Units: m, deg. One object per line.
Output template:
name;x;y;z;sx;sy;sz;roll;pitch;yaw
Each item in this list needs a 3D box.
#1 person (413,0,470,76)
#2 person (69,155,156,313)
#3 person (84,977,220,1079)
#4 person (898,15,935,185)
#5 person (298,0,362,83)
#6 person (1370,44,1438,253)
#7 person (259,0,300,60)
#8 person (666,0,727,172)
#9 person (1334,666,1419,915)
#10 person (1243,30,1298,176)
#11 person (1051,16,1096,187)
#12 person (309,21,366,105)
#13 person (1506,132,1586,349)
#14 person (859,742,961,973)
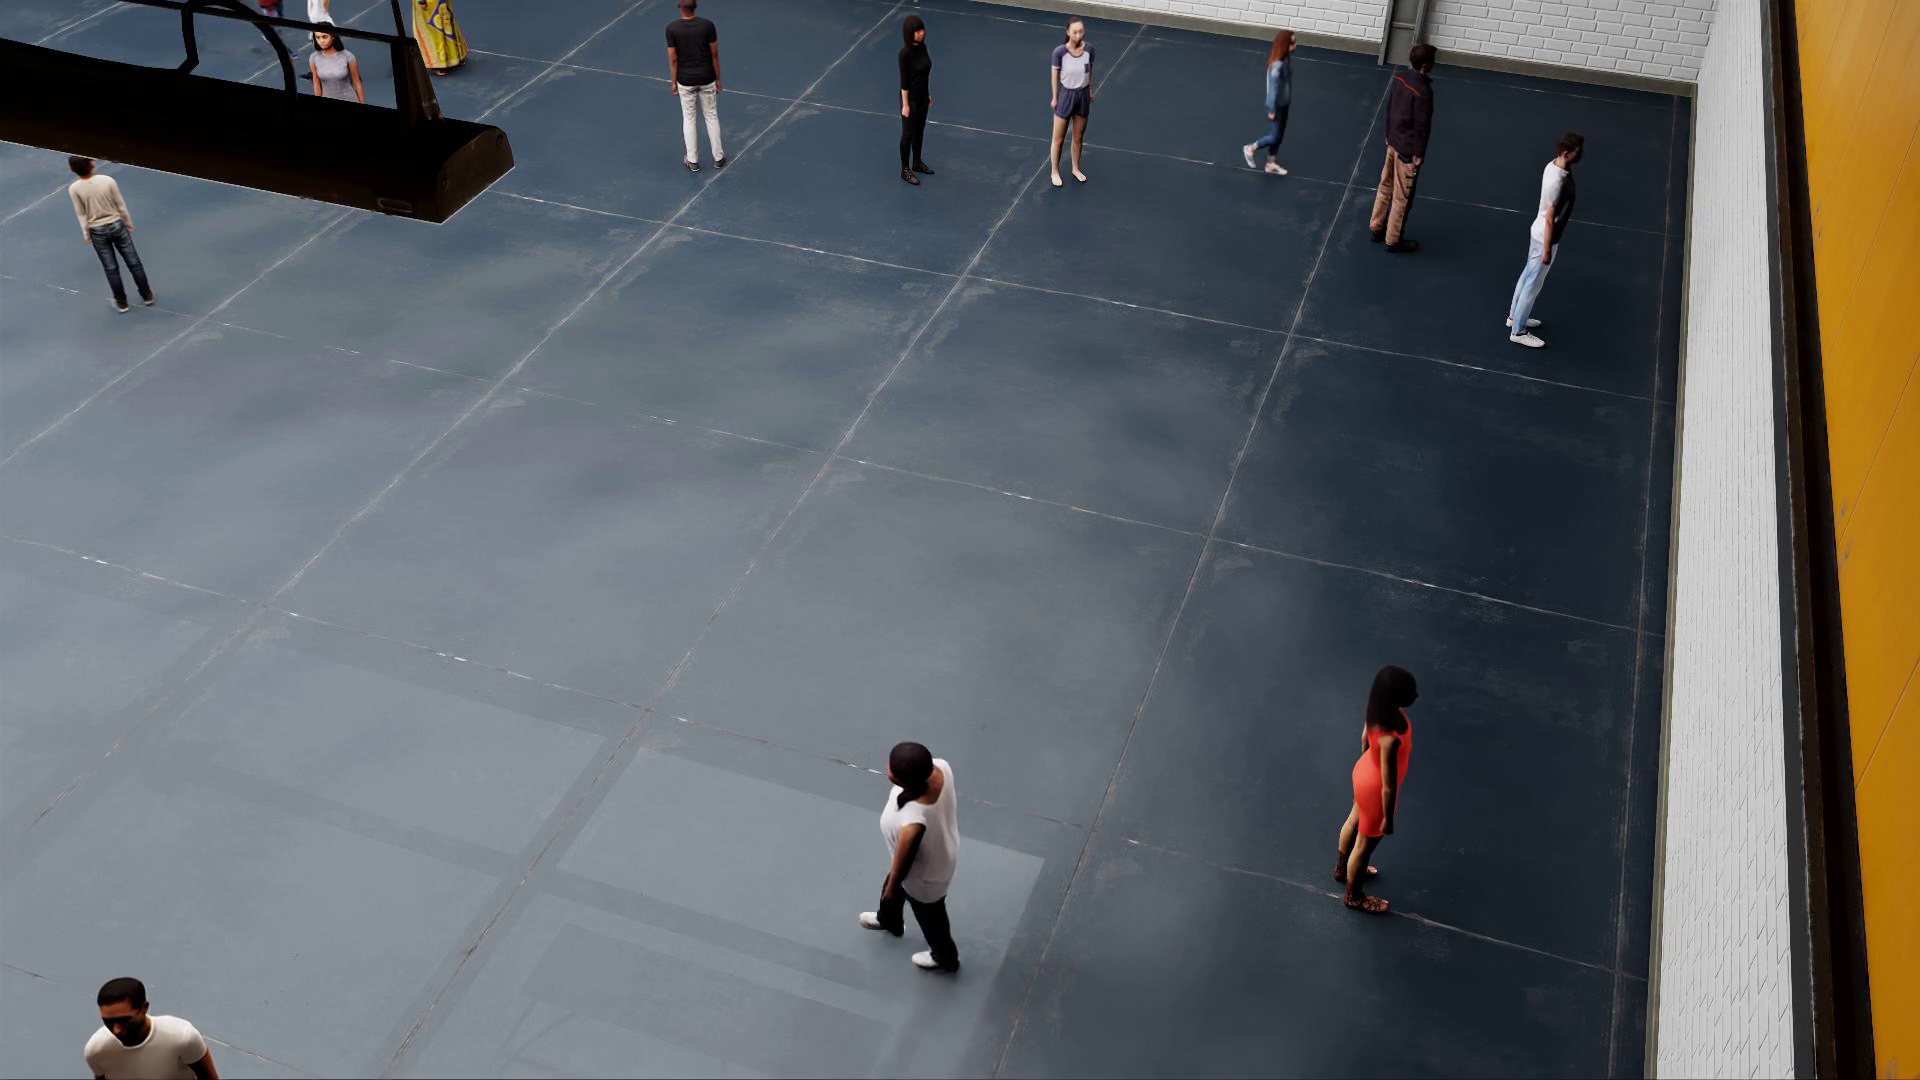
person;-5.808;-6.002;18.320;0.836;1.660;0.900;19;42;22
person;-7.329;-2.661;14.295;0.633;1.463;0.660;-24;44;-27
person;-3.530;2.568;7.473;0.664;1.805;0.775;-8;39;-10
person;-0.453;-4.317;16.224;0.577;1.642;0.630;23;44;26
person;-6.843;-5.564;18.103;0.912;1.247;0.818;-13;40;-16
person;4.025;-3.553;15.042;0.826;1.924;0.786;-13;41;-16
person;-7.793;-6.040;18.701;0.698;1.243;0.554;7;39;9
person;-2.591;-4.507;16.331;0.729;1.805;0.818;-10;40;-12
person;2.263;1.348;9.068;0.643;1.719;0.655;-1;39;-1
person;3.051;-4.283;16.323;0.717;1.466;0.618;18;42;21
person;1.079;-4.270;16.159;0.659;1.650;0.731;-14;41;-16
person;-5.841;-4.049;15.777;0.631;1.781;0.736;-6;39;-8
person;4.852;-2.515;13.800;0.564;1.851;0.673;9;39;11
person;-0.144;1.679;8.695;0.876;1.669;0.722;9;40;11
